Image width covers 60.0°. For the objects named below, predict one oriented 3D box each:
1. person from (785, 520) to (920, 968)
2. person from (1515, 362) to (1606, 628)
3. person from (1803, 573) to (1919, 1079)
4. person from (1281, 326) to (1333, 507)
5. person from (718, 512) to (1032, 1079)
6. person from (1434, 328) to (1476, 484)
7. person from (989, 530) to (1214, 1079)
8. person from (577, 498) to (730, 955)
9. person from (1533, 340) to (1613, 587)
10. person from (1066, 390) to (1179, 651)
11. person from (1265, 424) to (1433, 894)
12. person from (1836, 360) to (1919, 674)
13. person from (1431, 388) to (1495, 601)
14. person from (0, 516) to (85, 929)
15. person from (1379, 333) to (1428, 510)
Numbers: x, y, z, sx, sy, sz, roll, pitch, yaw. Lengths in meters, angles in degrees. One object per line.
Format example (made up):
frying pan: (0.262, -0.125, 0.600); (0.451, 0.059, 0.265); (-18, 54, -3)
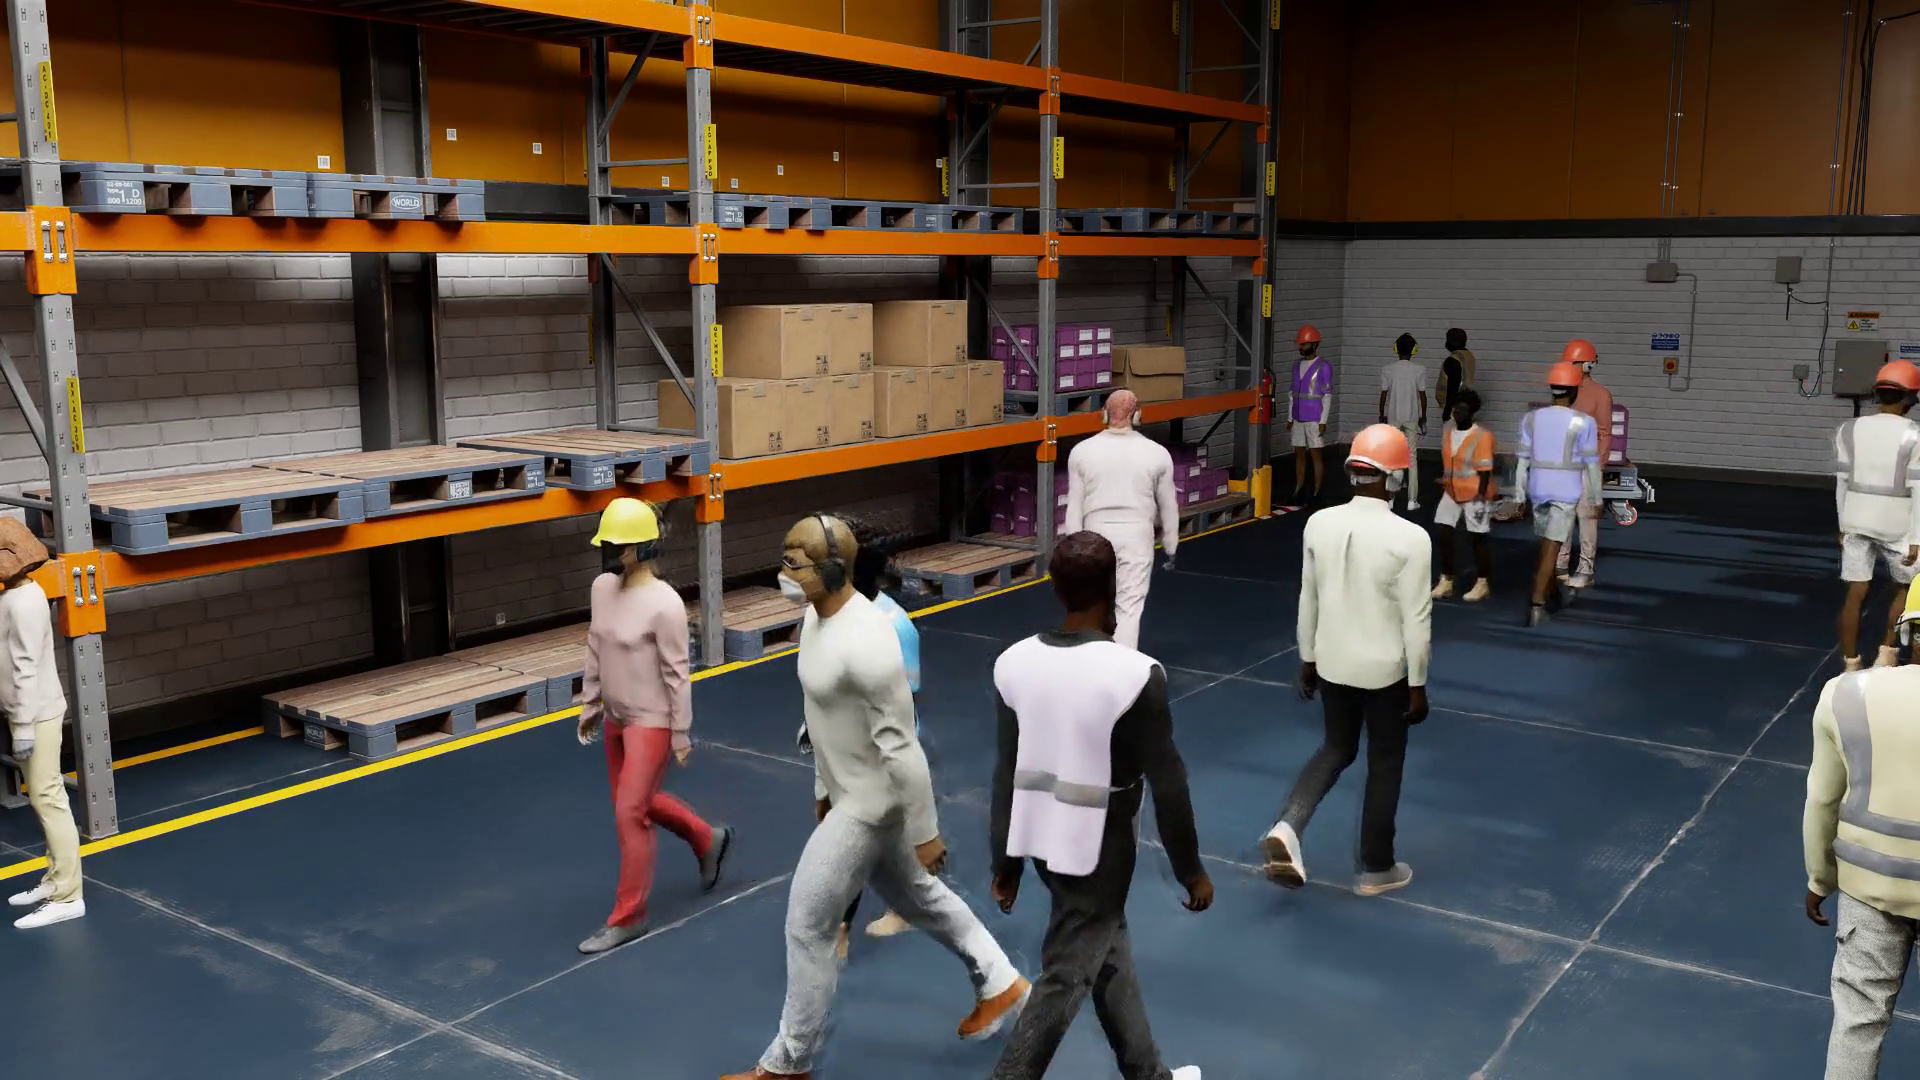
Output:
person: (-0.425, 0.758, 6.244); (0.777, 1.669, 0.552); (-5, 11, -28)
person: (4.397, -0.338, 12.095); (0.960, 1.889, 0.572); (-8, 13, -41)
person: (2.651, 0.953, 4.583); (0.599, 1.832, 0.404); (7, 12, 36)
person: (3.706, -1.317, 17.790); (0.356, 1.936, 0.551); (-7, 12, -34)
person: (-0.229, 0.821, 5.293); (1.080, 1.881, 0.647); (-2, 10, -14)
person: (5.828, -1.578, 19.628); (0.429, 1.841, 0.634); (6, 11, 34)
person: (0.337, 0.907, 4.800); (1.054, 1.862, 0.598); (-7, 12, -37)
person: (-1.193, 0.678, 6.475); (0.725, 1.742, 0.536); (-9, 13, -44)
person: (4.977, -0.621, 13.469); (0.382, 1.993, 0.622); (-4, 10, -23)
person: (0.983, 0.017, 10.109); (0.661, 1.854, 1.020); (2, 10, 12)
person: (1.603, 0.515, 6.777); (0.672, 1.978, 0.624); (-8, 12, -39)
person: (5.642, -0.084, 10.178); (0.533, 2.024, 0.605); (-7, 12, -36)
person: (3.877, -0.336, 12.723); (0.620, 1.658, 0.549); (-6, 11, -32)
person: (-3.709, 0.714, 6.619); (0.271, 1.627, 0.496); (-6, 11, -34)
person: (4.676, -1.245, 17.564); (0.511, 1.872, 0.329); (3, 10, 16)
